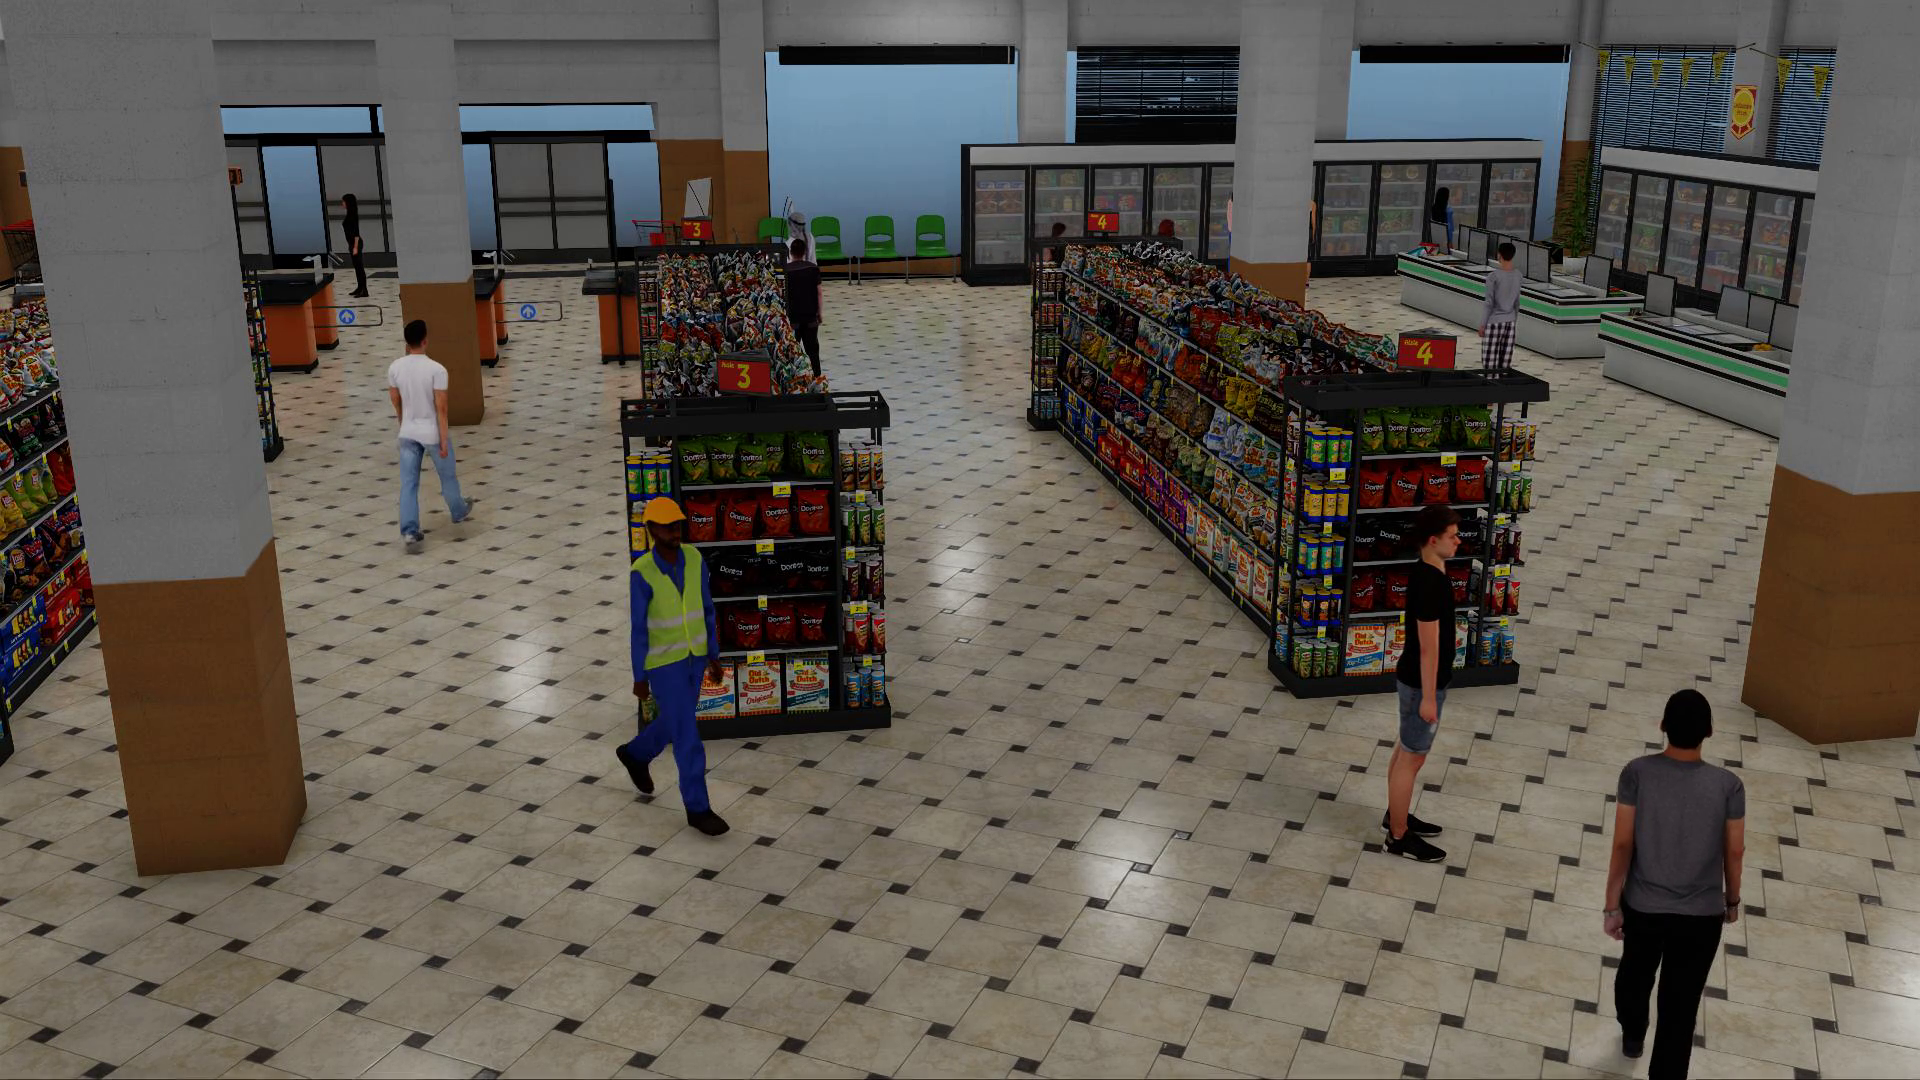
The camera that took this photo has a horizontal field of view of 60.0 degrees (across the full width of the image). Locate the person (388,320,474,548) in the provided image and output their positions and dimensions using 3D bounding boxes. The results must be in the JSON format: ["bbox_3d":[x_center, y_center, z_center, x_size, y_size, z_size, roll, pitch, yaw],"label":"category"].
[{"bbox_3d":[-4.435,-0.823,13.610,0.913,1.802,1.265,2,17,7],"label":"person"}]

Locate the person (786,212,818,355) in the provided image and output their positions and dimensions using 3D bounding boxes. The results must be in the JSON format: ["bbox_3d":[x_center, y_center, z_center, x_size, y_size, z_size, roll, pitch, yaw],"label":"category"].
[{"bbox_3d":[-2.064,-3.246,21.374,0.858,1.927,0.781,9,19,27],"label":"person"}]

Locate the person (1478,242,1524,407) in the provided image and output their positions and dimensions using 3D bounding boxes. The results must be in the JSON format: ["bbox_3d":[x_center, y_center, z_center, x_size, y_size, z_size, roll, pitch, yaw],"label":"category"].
[{"bbox_3d":[6.138,-2.453,18.900,0.656,1.847,0.572,-6,18,-18],"label":"person"}]

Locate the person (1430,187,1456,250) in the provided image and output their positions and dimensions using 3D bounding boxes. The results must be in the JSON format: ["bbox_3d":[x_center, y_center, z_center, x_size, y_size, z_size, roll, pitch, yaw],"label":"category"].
[{"bbox_3d":[7.851,-4.910,27.221,0.723,1.712,0.566,-9,19,-27],"label":"person"}]

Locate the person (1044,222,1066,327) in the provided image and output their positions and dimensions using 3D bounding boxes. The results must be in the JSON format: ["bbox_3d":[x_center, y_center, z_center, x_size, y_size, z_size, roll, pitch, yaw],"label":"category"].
[{"bbox_3d":[1.358,-3.678,23.450,0.907,1.547,0.937,-16,23,-43],"label":"person"}]

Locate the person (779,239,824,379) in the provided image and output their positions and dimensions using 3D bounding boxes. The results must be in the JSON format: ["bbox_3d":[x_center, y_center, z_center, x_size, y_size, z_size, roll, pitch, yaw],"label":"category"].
[{"bbox_3d":[-1.850,-2.567,19.276,0.746,1.846,0.652,-6,18,-20],"label":"person"}]

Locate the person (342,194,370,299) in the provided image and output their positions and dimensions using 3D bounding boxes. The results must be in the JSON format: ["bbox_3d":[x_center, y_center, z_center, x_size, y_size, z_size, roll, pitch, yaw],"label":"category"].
[{"bbox_3d":[-9.760,-4.760,26.850,0.707,1.642,0.562,-10,20,-30],"label":"person"}]

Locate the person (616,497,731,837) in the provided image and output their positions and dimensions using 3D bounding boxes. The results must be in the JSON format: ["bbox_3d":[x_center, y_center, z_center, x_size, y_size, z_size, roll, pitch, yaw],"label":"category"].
[{"bbox_3d":[-1.563,0.634,8.843,1.216,1.782,1.137,12,21,35],"label":"person"}]

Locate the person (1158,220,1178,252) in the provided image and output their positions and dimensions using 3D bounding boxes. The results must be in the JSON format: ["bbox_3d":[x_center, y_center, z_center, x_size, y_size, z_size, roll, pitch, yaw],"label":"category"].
[{"bbox_3d":[2.610,-3.283,21.751,0.743,1.778,0.801,-7,18,-23],"label":"person"}]

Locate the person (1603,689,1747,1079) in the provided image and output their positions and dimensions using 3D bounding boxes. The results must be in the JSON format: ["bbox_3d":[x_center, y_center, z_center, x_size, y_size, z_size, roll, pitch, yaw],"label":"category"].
[{"bbox_3d":[2.693,1.442,6.302,1.106,1.713,1.204,10,20,30],"label":"person"}]

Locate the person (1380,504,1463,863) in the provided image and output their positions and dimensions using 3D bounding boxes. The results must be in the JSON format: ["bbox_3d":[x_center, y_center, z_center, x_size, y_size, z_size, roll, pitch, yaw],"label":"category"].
[{"bbox_3d":[2.357,0.706,8.498,0.798,1.846,0.658,4,17,14],"label":"person"}]
